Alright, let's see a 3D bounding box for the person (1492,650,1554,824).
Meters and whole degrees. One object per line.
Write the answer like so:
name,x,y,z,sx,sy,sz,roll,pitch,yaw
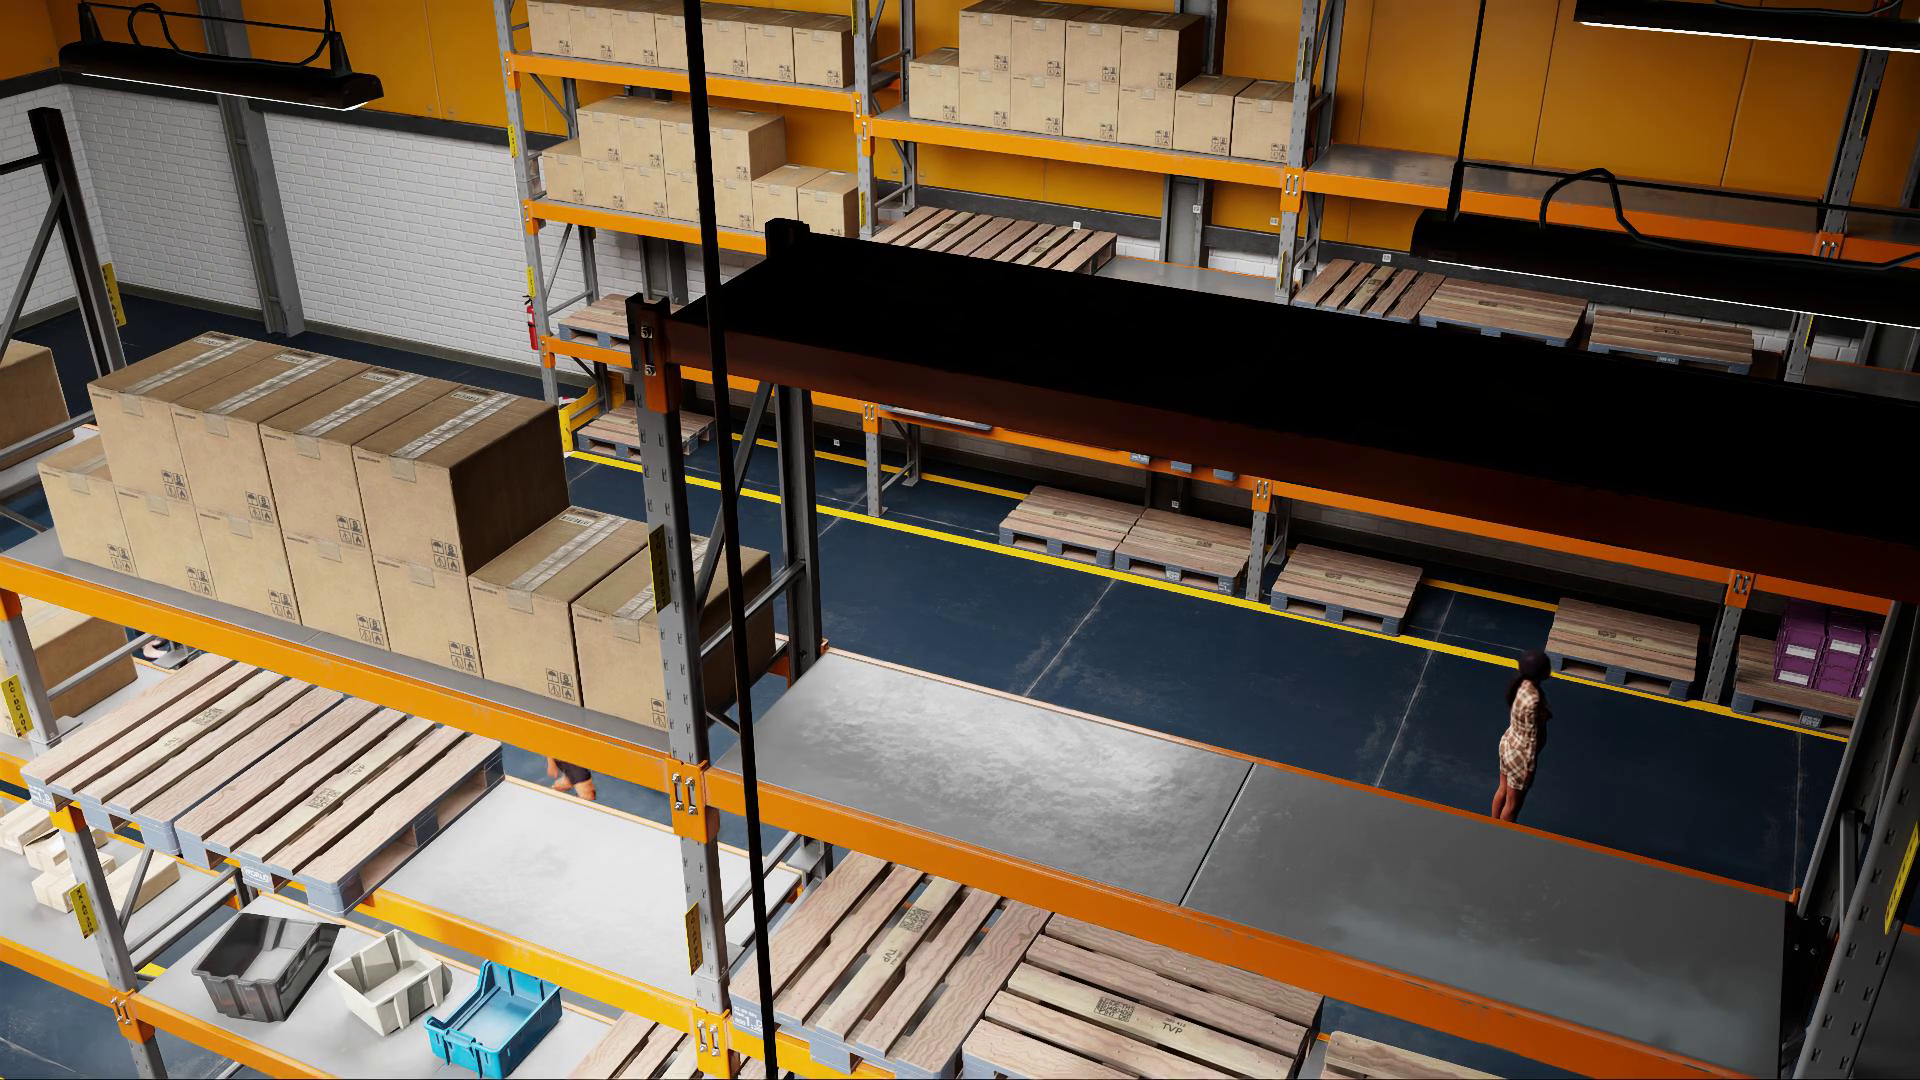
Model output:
person,3.993,1.555,11.890,0.667,1.793,0.660,2,29,3
